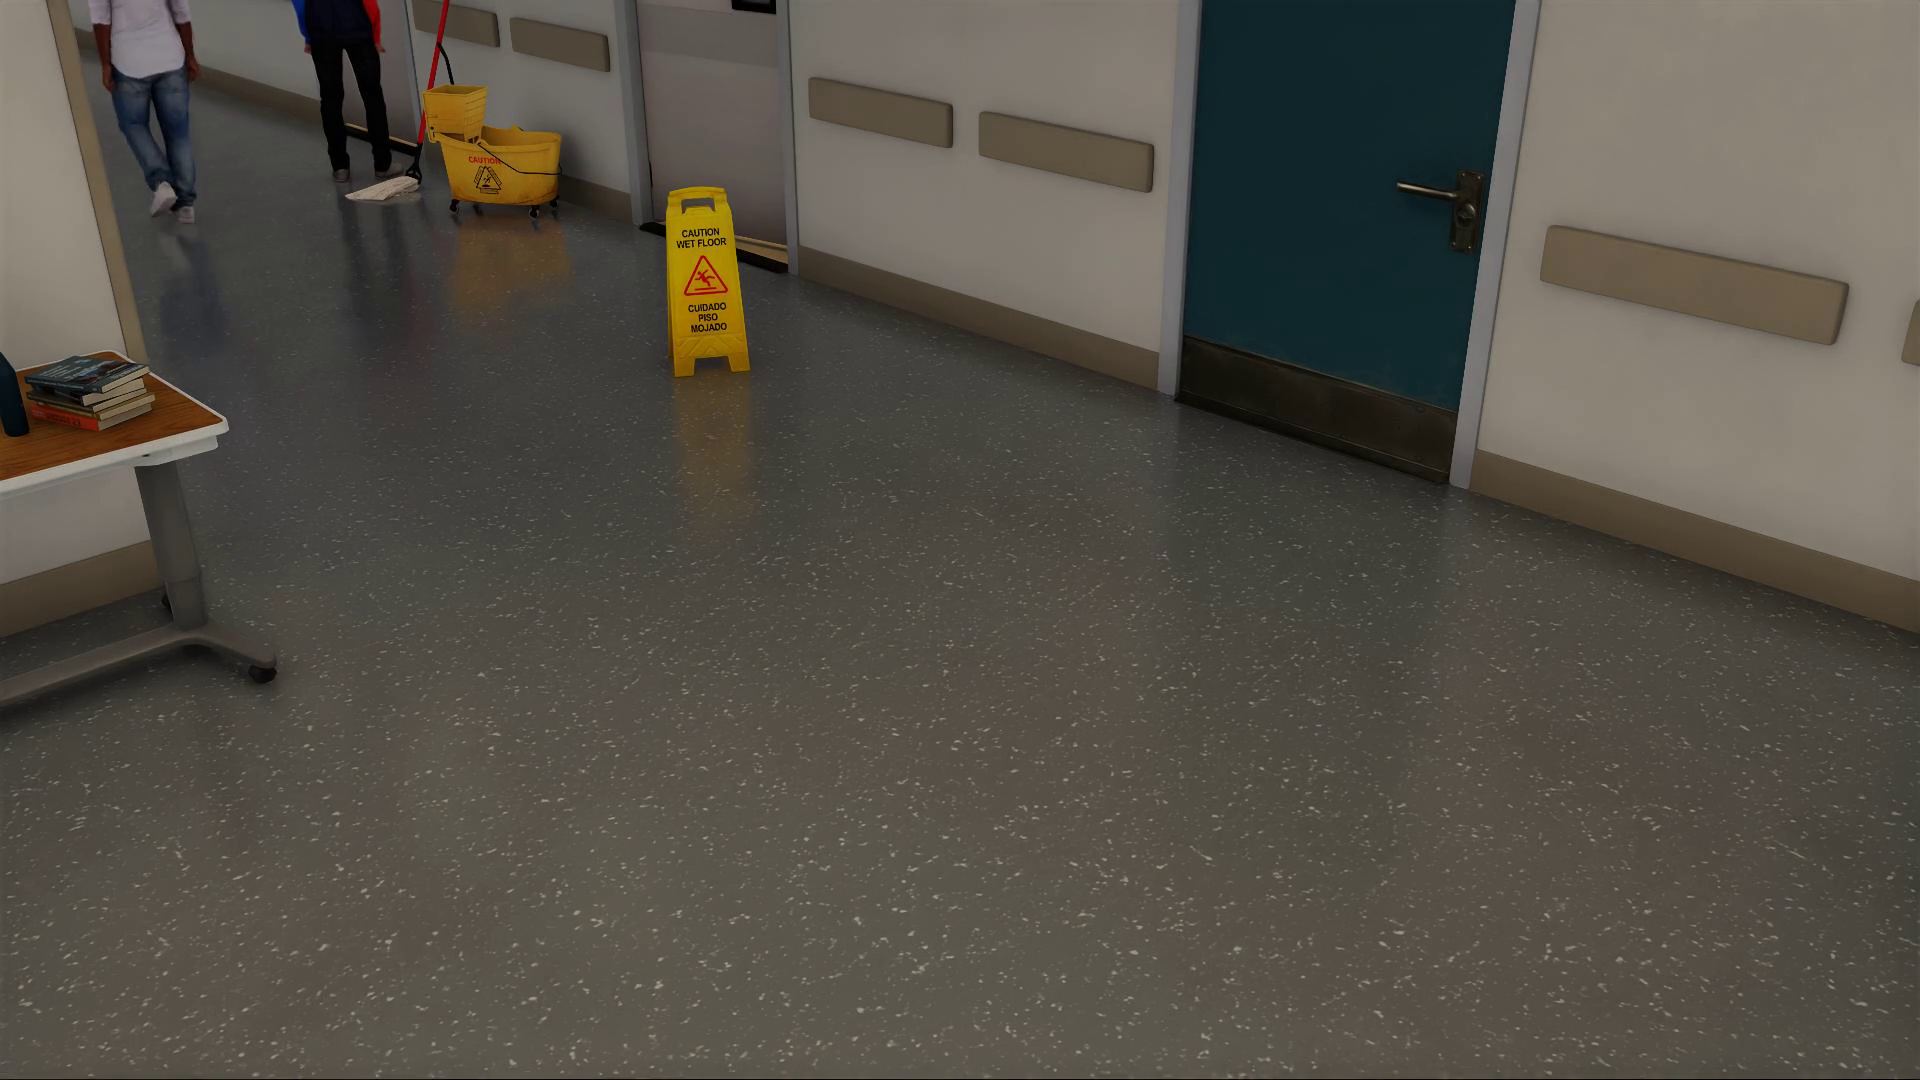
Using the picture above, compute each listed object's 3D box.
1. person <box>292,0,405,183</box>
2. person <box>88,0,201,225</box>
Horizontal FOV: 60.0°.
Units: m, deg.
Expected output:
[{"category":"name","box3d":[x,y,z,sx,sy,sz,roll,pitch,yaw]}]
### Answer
[{"category":"person","box3d":[-3.645,-3.005,9.767,0.721,1.756,0.750,-3,26,-7]},{"category":"person","box3d":[-4.281,-2.552,8.769,0.717,1.807,0.738,-17,30,-31]}]
